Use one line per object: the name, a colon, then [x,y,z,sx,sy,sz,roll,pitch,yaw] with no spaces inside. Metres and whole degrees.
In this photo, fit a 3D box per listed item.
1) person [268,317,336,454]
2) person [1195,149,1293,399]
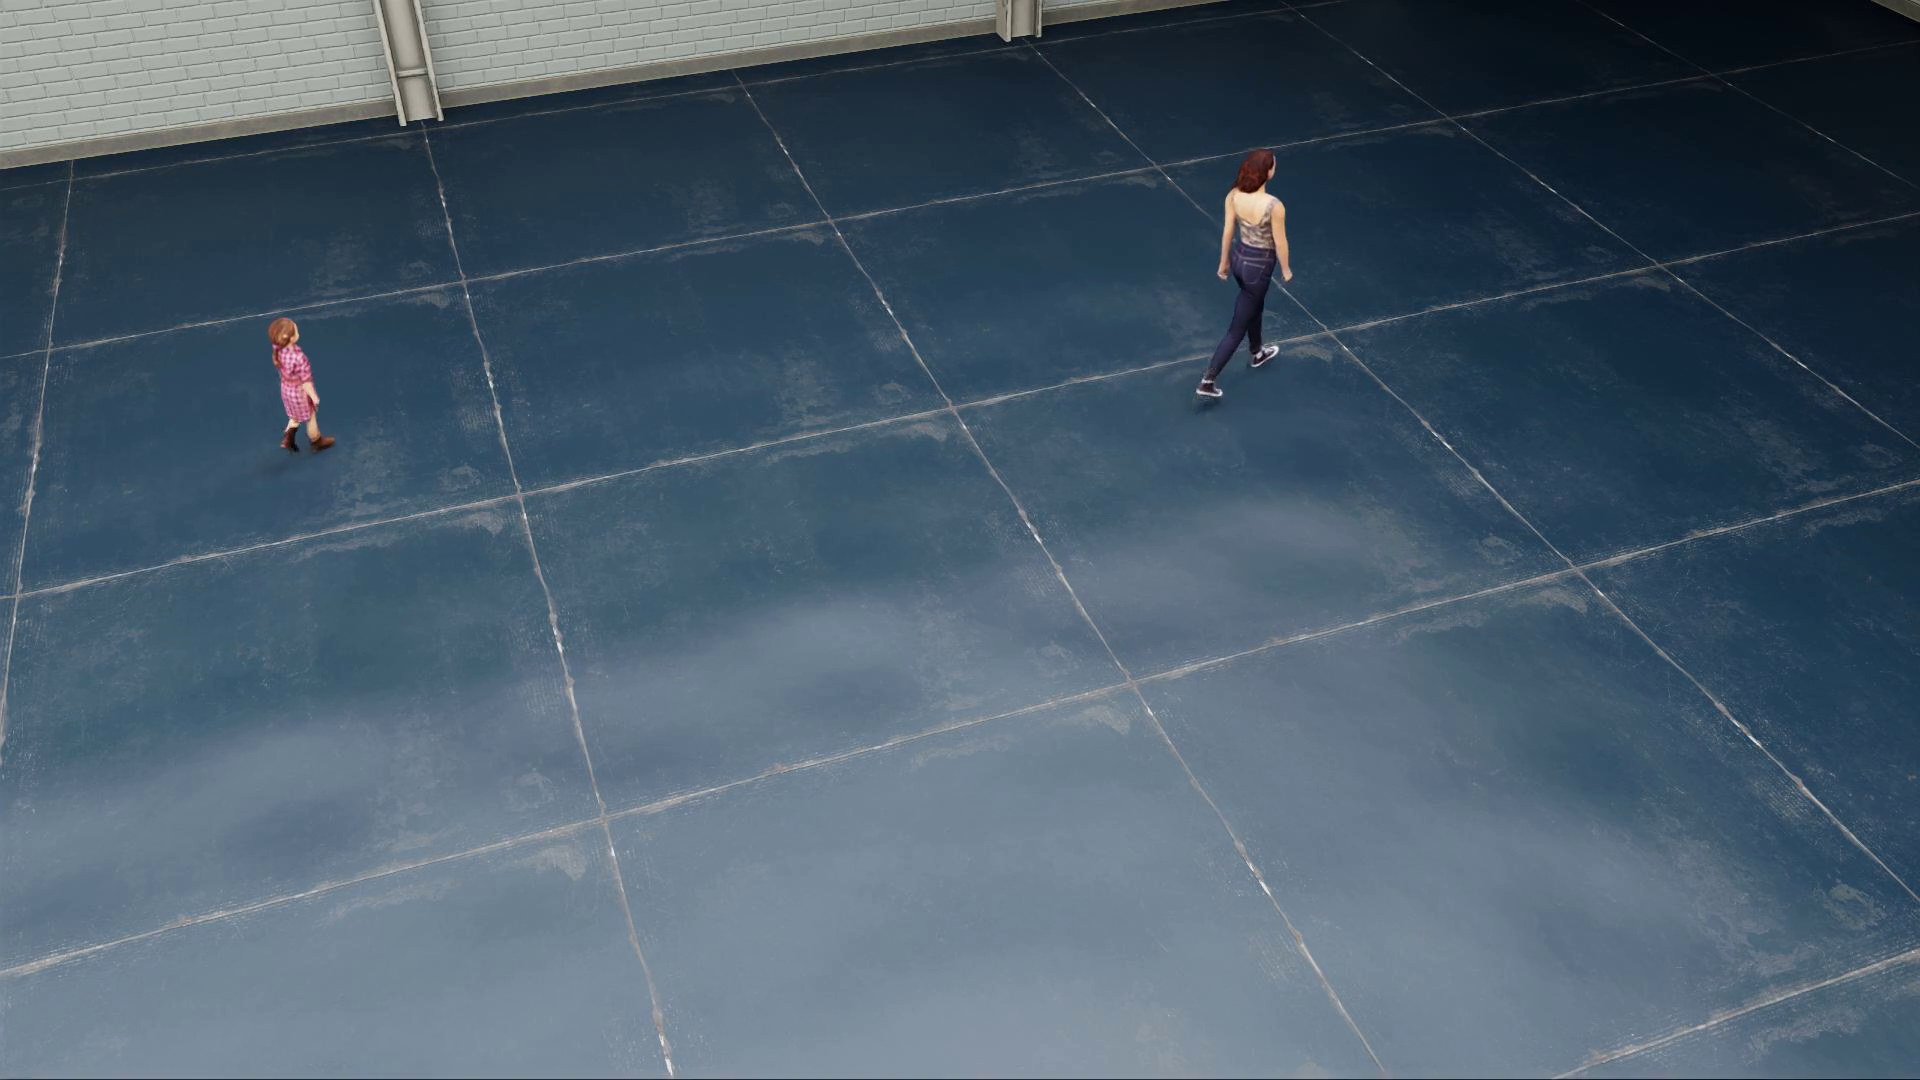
person: [-4.374,-0.976,10.887,0.581,1.013,0.660,22,43,26]
person: [1.920,-1.761,11.311,1.280,1.728,0.951,-30,47,-32]
